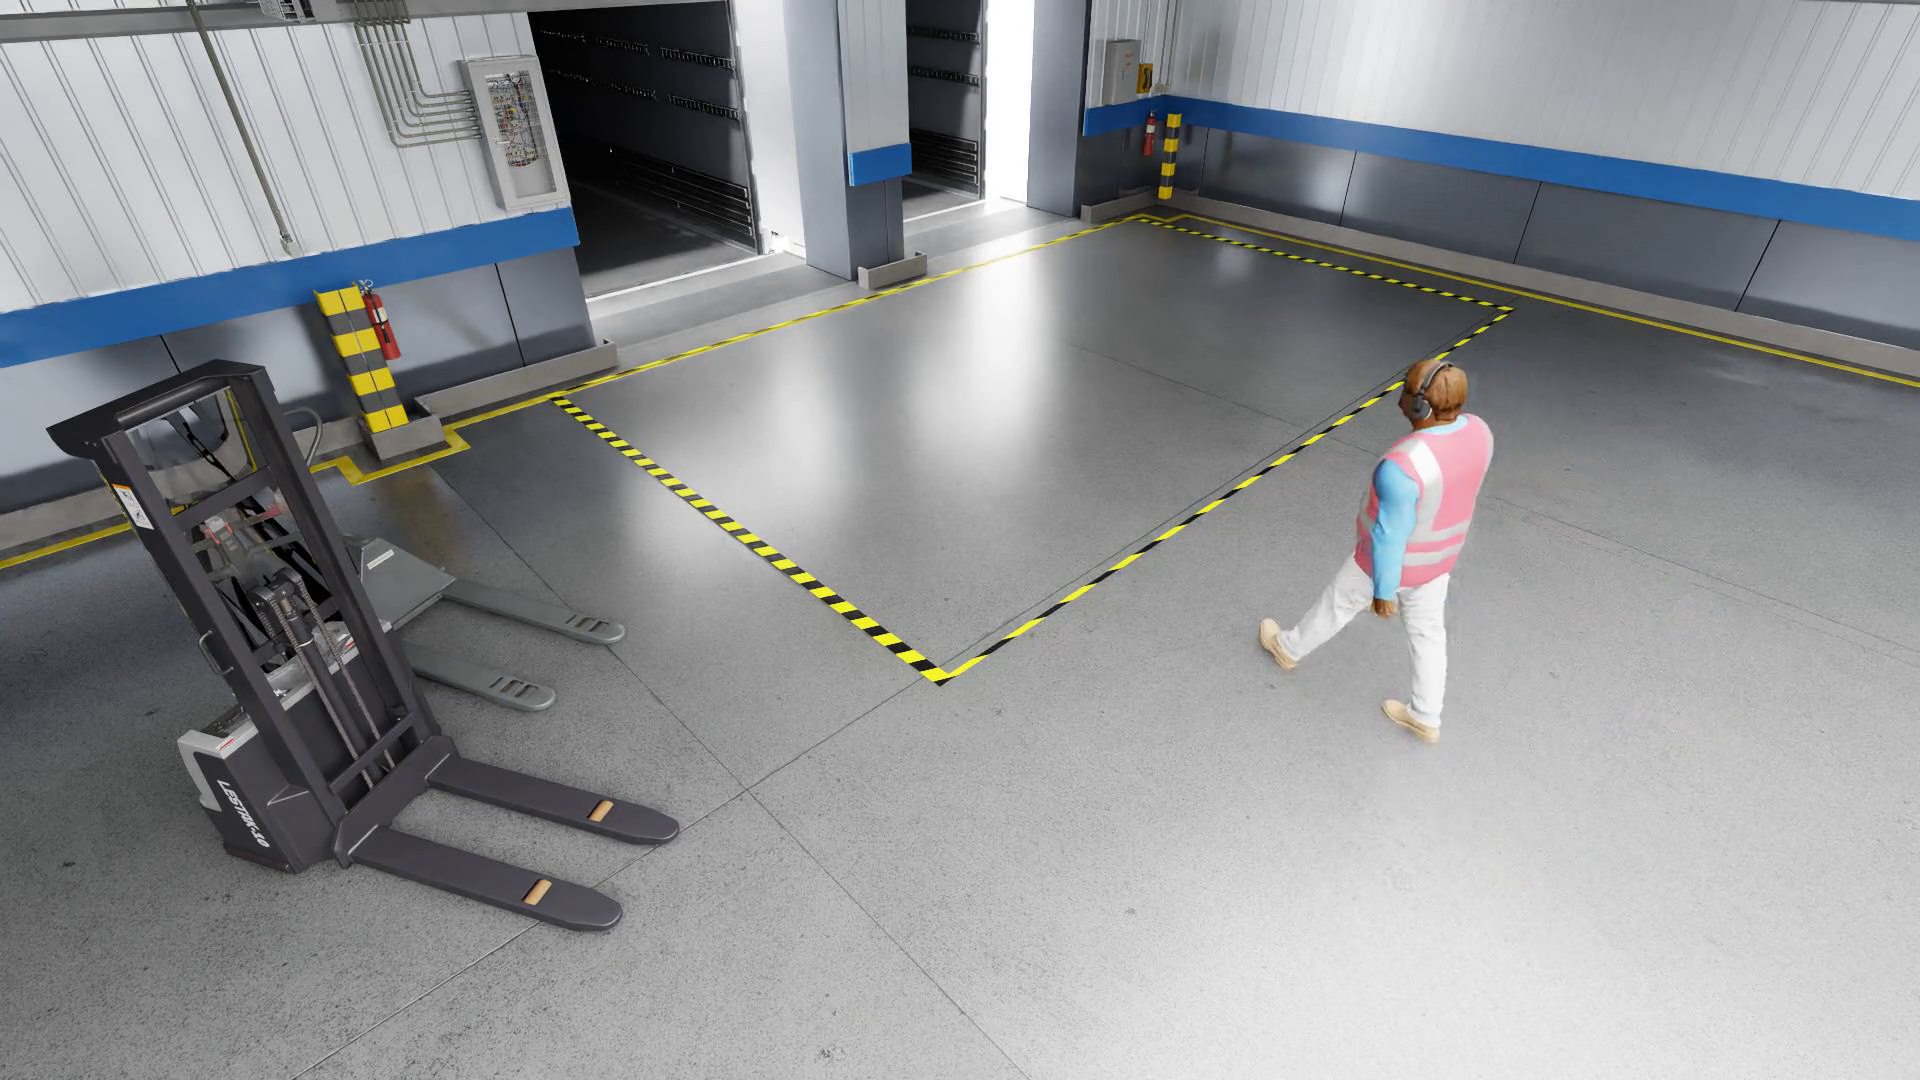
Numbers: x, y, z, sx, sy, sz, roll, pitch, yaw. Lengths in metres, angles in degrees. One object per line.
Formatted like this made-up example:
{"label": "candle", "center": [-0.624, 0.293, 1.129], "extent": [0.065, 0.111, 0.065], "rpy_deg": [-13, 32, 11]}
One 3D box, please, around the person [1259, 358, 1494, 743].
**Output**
{"label": "person", "center": [1.927, 0.020, 4.131], "extent": [0.631, 1.789, 0.978], "rpy_deg": [-17, 38, -23]}

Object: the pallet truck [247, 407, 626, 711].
{"label": "pallet truck", "center": [-2.628, 0.038, 4.590], "extent": [1.601, 1.201, 0.680], "rpy_deg": [12, 36, 18]}

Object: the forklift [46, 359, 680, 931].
{"label": "forklift", "center": [-2.135, 0.422, 3.354], "extent": [1.885, 1.965, 0.823], "rpy_deg": [10, 35, 14]}
